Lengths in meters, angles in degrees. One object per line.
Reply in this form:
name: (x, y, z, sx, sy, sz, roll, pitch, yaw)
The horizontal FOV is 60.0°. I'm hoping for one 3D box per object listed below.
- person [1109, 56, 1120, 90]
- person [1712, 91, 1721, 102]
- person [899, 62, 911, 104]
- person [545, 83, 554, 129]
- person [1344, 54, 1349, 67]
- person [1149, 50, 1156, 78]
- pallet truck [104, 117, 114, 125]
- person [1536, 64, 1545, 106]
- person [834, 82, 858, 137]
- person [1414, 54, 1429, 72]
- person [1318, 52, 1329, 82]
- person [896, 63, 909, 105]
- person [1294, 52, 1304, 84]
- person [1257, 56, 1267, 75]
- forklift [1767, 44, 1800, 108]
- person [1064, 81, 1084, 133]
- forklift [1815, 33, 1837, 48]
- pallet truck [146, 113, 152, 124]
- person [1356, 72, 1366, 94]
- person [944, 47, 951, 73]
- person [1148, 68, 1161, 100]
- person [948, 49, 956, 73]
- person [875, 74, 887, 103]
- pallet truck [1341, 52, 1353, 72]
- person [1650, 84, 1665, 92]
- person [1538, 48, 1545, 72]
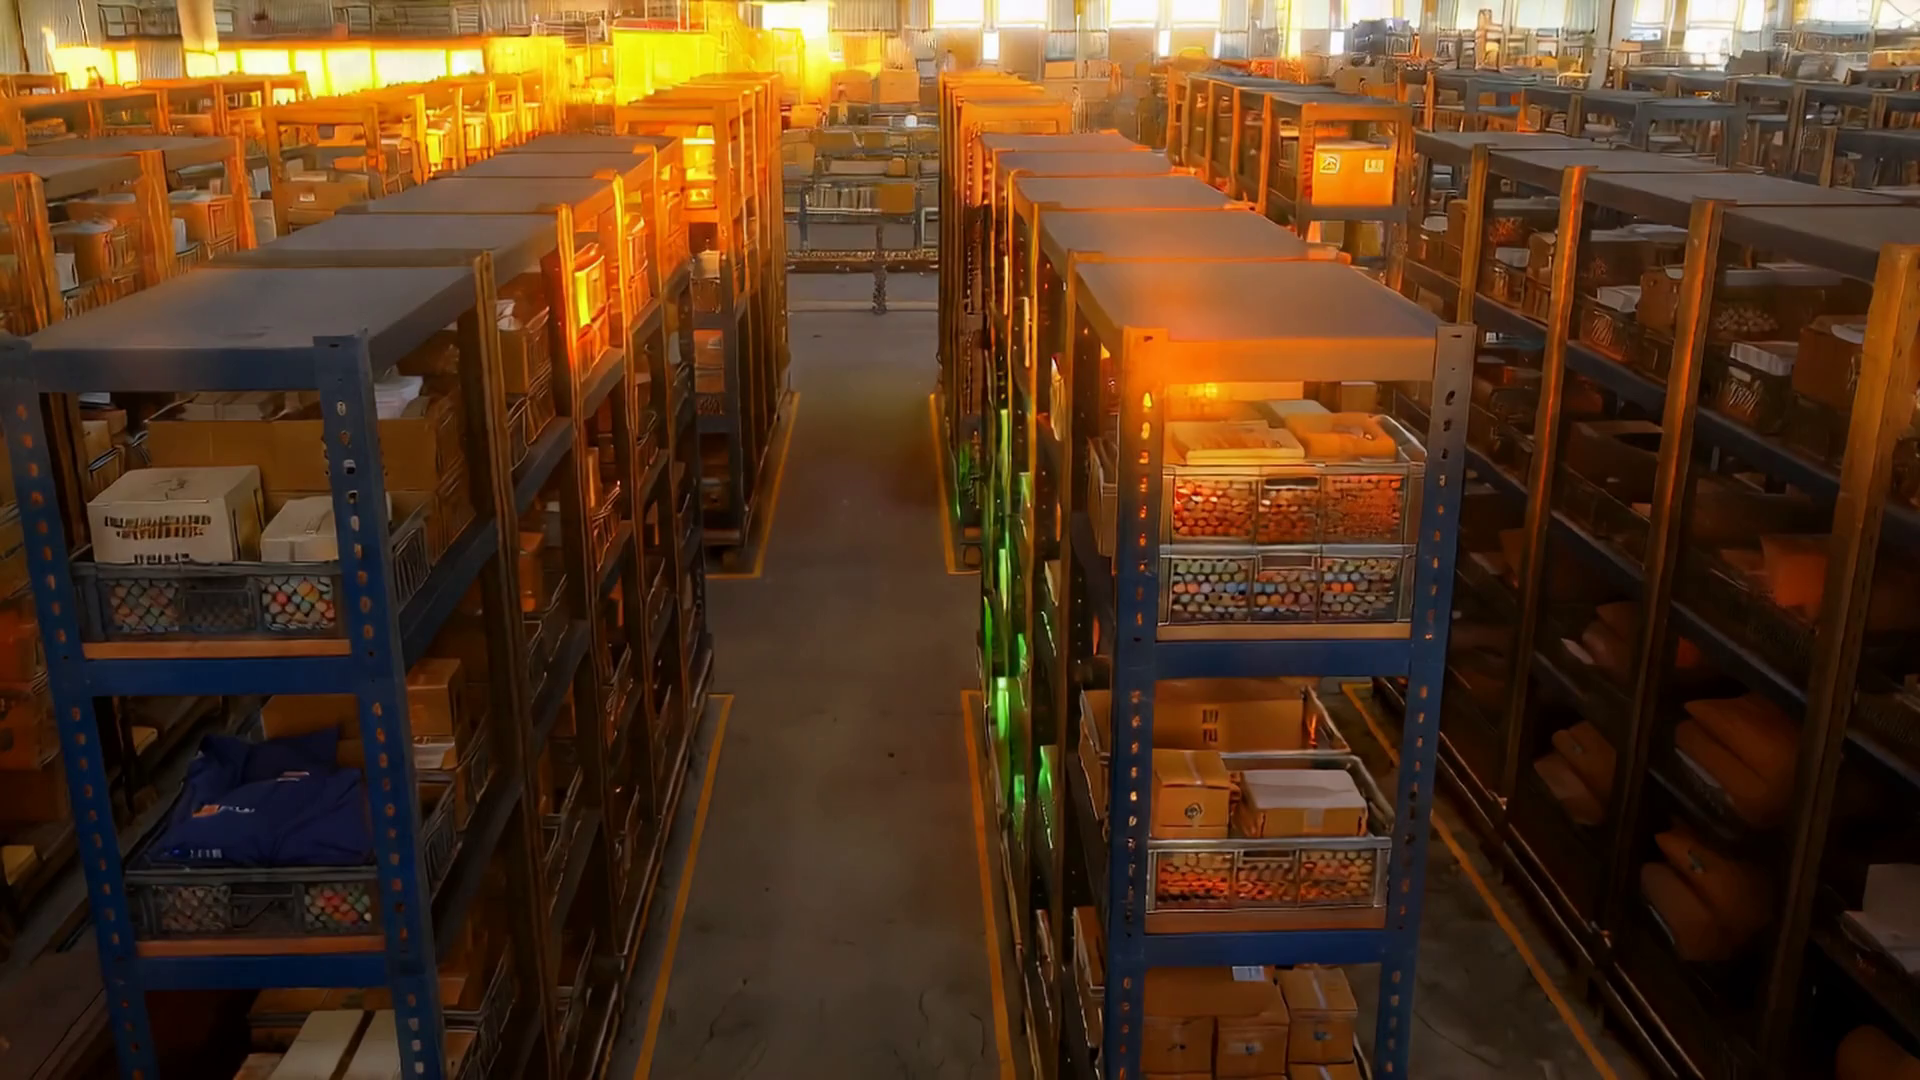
person: (7.304, -21.903, 78.662, 0.572, 1.877, 0.352, -6, 19, -18)
person: (25.818, -14.798, 56.576, 0.646, 1.928, 0.536, 11, 21, 31)
person: (-2.297, -19.378, 70.813, 0.832, 1.886, 0.626, -15, 23, -39)
person: (-13.762, -14.398, 55.661, 0.388, 1.729, 0.498, -3, 18, -9)
person: (19.418, -23.709, 84.198, 0.854, 1.910, 0.618, -1, 18, -2)
person: (10.280, -25.179, 88.808, 0.334, 1.865, 0.517, 0, 18, 0)
pallet truck: (-18.367, -7.885, 35.078, 1.885, 1.965, 0.823, 1, 18, 2)
person: (24.104, -18.858, 69.263, 0.526, 1.859, 0.316, -10, 20, -27)
person: (-3.699, -13.646, 53.065, 0.885, 1.908, 0.547, 0, 18, -1)
person: (21.443, -21.565, 77.340, 0.688, 2.000, 0.536, 6, 19, 19)
person: (18.139, -23.356, 83.062, 0.538, 1.928, 0.646, -12, 22, -33)
person: (-2.347, -18.512, 68.063, 0.552, 1.932, 0.377, -10, 21, -29)
person: (17.075, -23.577, 83.765, 0.583, 1.921, 0.390, -10, 20, -27)
person: (14.479, -22.276, 79.807, 0.502, 1.873, 0.606, -11, 21, -31)
forklift: (31.227, -17.370, 63.015, 1.129, 2.768, 1.873, -1, 18, -2)
person: (3.587, -13.348, 52.038, 0.659, 1.956, 0.966, 9, 20, 26)
forklift: (44.522, -24.754, 85.865, 1.873, 2.768, 1.129, -17, 24, -41)
pallet truck: (-18.087, -8.309, 36.390, 1.885, 1.965, 0.823, -1, 18, -4)
person: (13.906, -15.083, 57.340, 0.741, 2.019, 0.628, 1, 18, 2)
person: (-0.608, -26.834, 93.889, 0.710, 1.895, 0.613, 1, 18, 4)
person: (7.481, -17.123, 63.813, 0.553, 1.913, 0.824, -9, 20, -25)
person: (-0.322, -26.573, 93.176, 0.634, 1.825, 0.653, 2, 18, 7)
person: (-2.857, -15.888, 60.119, 0.414, 1.822, 0.614, 1, 18, 3)
pallet truck: (18.794, -23.123, 82.231, 0.823, 1.965, 1.885, -13, 22, -35)
person: (27.097, -17.384, 64.523, 0.614, 1.963, 0.362, 5, 19, 16)
person: (31.497, -25.667, 90.214, 0.360, 1.930, 0.587, 1, 18, 2)
